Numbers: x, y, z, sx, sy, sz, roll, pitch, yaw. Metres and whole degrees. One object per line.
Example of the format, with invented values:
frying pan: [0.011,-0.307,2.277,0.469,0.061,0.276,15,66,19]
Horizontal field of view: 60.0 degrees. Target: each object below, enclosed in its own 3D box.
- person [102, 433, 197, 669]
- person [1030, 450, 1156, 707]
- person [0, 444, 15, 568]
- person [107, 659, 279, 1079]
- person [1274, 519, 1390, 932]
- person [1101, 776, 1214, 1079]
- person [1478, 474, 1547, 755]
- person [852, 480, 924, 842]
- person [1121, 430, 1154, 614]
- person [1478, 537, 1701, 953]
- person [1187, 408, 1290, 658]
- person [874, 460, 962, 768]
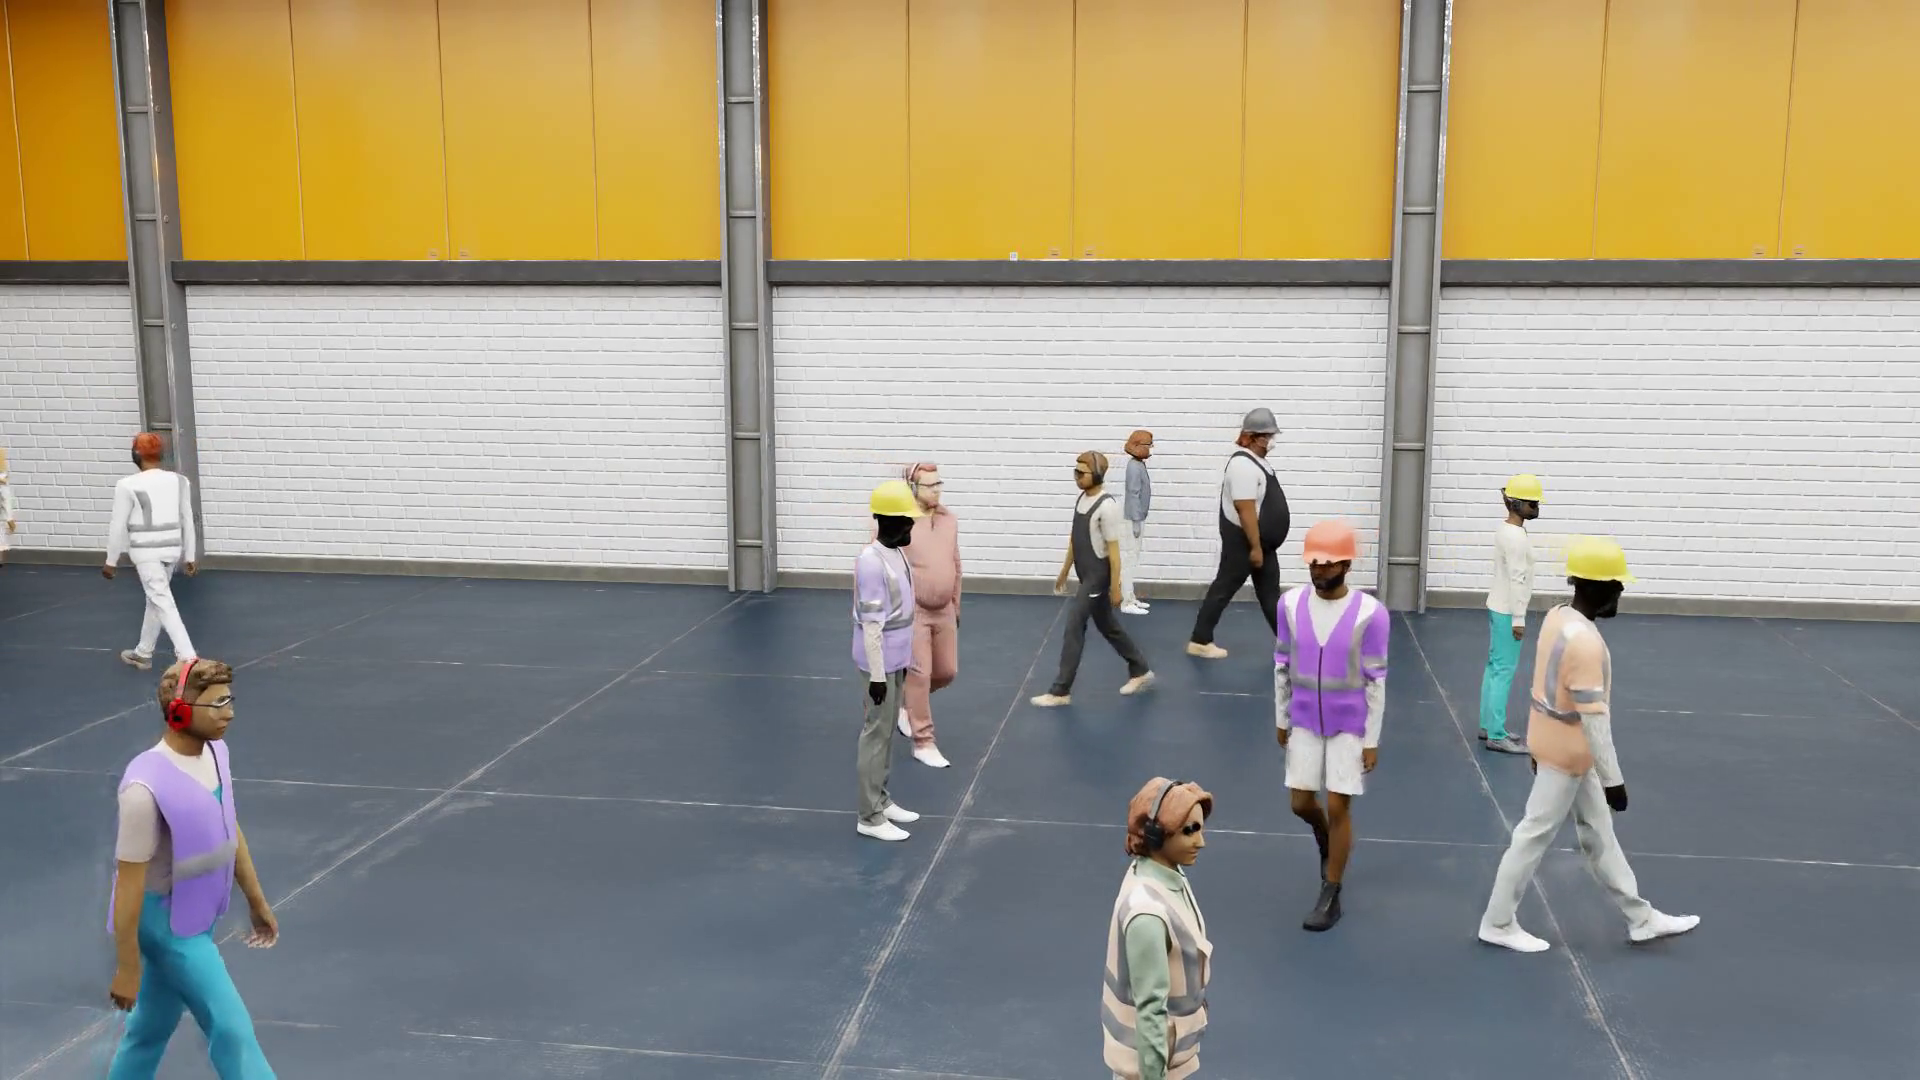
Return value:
person: [-6.016,0.120,12.404,0.980,1.840,0.588,5,10,26]
person: [0.982,0.262,11.666,0.968,1.811,0.506,-2,9,-14]
person: [-8.449,-0.227,14.254,0.547,1.922,0.688,-9,13,-44]
person: [-2.481,1.266,5.476,0.983,1.779,0.566,-1,9,-5]
person: [1.740,0.826,7.770,0.551,1.921,0.612,6,11,31]
person: [0.550,1.466,4.695,0.311,1.636,0.523,1,9,9]
person: [3.504,0.457,10.527,0.322,1.765,0.533,1,9,9]
person: [-0.377,0.634,8.934,0.383,1.924,0.594,1,9,9]
person: [1.575,-0.167,14.778,0.267,1.632,0.507,1,9,9]
person: [2.792,0.923,7.277,1.008,1.874,0.604,2,9,12]
person: [2.269,-0.068,12.914,1.034,2.000,0.701,3,10,19]
person: [-0.263,0.432,10.309,0.650,1.889,0.651,-8,12,-42]
